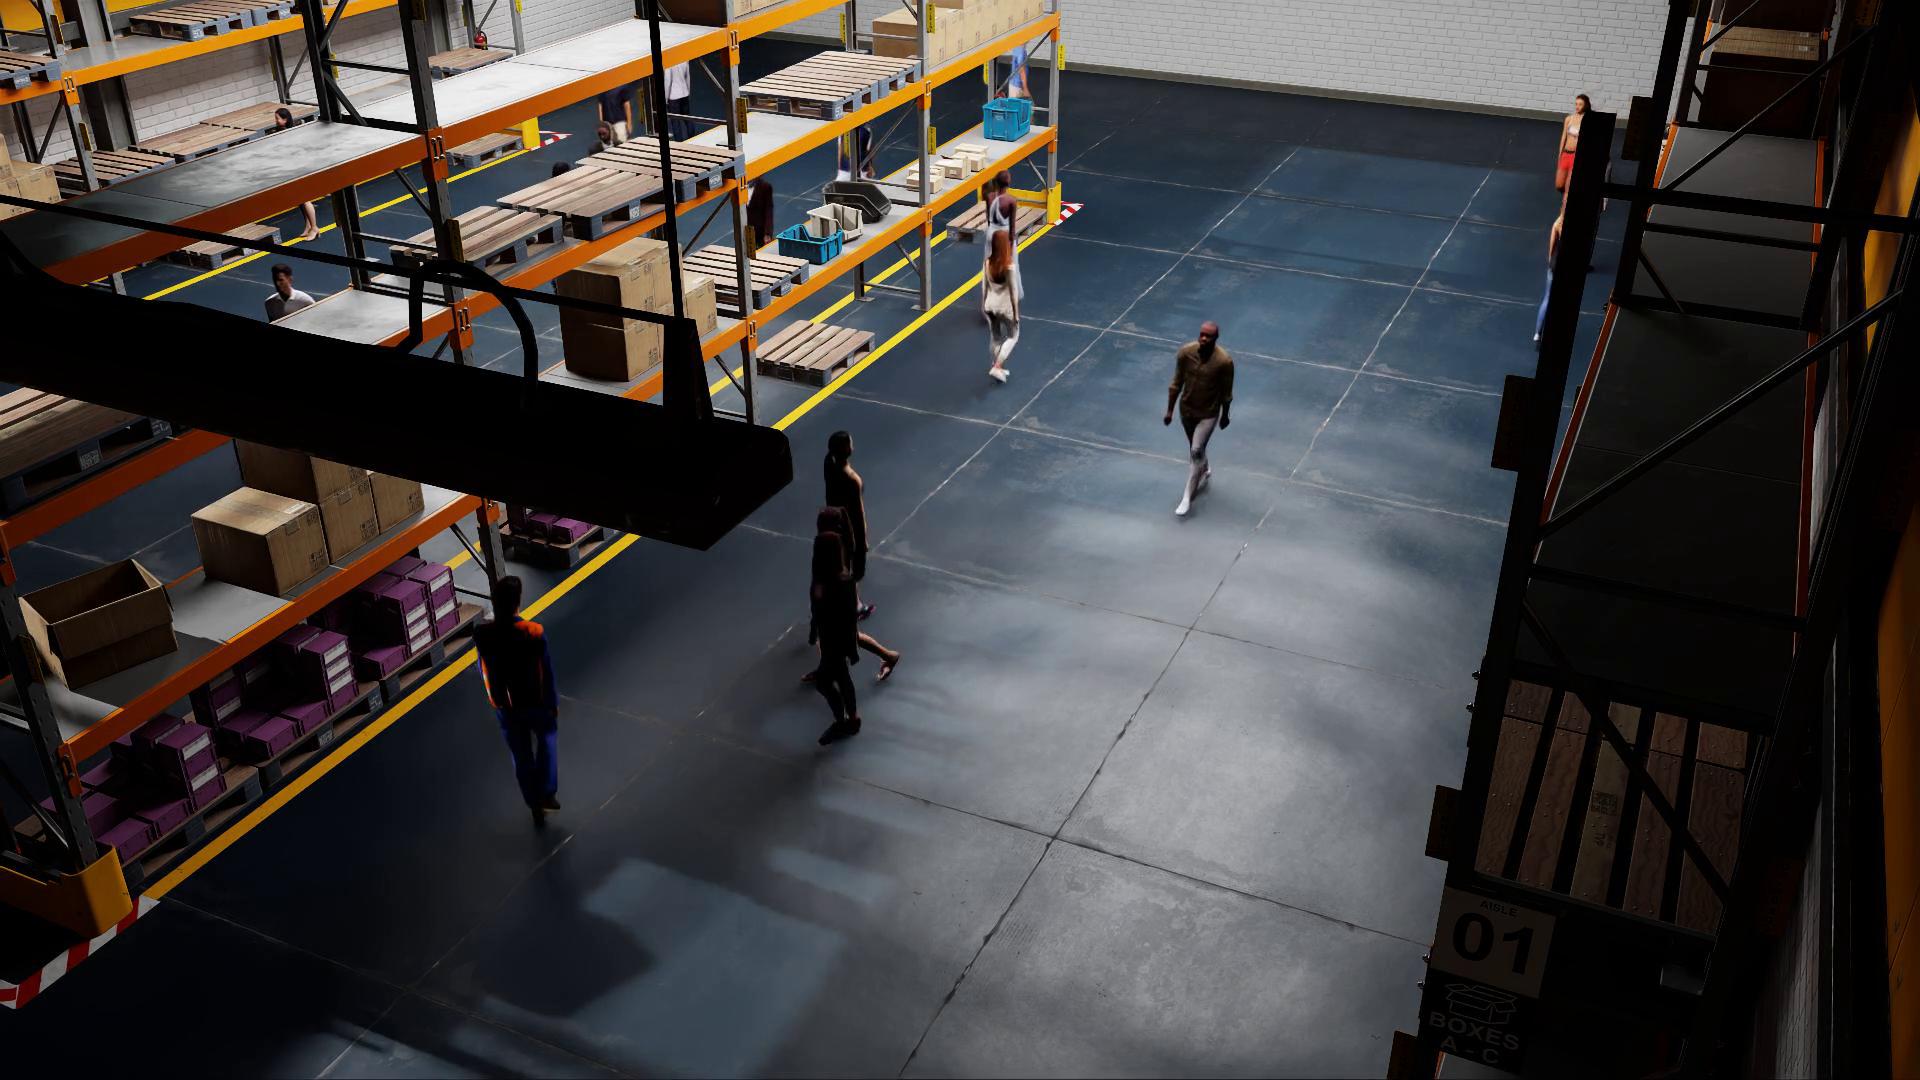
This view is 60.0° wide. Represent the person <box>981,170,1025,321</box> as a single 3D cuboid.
[{"bbox_3d":[0.422,-3.418,19.537,0.572,1.724,1.115,13,31,22],"label":"person"}]

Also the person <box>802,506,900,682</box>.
[{"bbox_3d":[-0.861,0.428,12.690,1.004,1.530,0.929,-12,31,-21],"label":"person"}]

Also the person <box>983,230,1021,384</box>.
[{"bbox_3d":[0.400,-2.452,17.794,0.675,1.698,0.746,18,33,29],"label":"person"}]

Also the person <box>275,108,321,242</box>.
[{"bbox_3d":[-8.851,-4.875,22.162,0.795,1.769,0.774,-19,34,-31],"label":"person"}]

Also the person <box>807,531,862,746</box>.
[{"bbox_3d":[-0.814,0.682,12.046,0.800,1.700,0.758,-14,31,-23],"label":"person"}]

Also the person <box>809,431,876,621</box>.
[{"bbox_3d":[-0.960,-0.040,13.359,1.007,1.712,0.795,-24,37,-37],"label":"person"}]

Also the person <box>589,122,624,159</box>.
[{"bbox_3d":[-4.527,-4.564,21.591,0.963,1.771,1.009,-18,33,-29],"label":"person"}]

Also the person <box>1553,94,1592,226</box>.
[{"bbox_3d":[8.432,-5.213,22.773,0.689,1.777,0.859,22,36,35],"label":"person"}]

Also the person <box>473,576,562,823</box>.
[{"bbox_3d":[-2.942,1.127,11.077,0.839,1.848,0.891,-1,29,-2],"label":"person"}]

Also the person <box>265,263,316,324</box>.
[{"bbox_3d":[-6.574,-1.868,16.554,0.738,1.861,0.683,3,29,5],"label":"person"}]

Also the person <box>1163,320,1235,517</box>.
[{"bbox_3d":[2.243,-1.203,15.418,0.837,1.781,1.210,17,33,28],"label":"person"}]

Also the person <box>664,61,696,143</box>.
[{"bbox_3d":[-4.389,-6.928,25.842,0.789,1.849,0.605,21,35,34],"label":"person"}]
